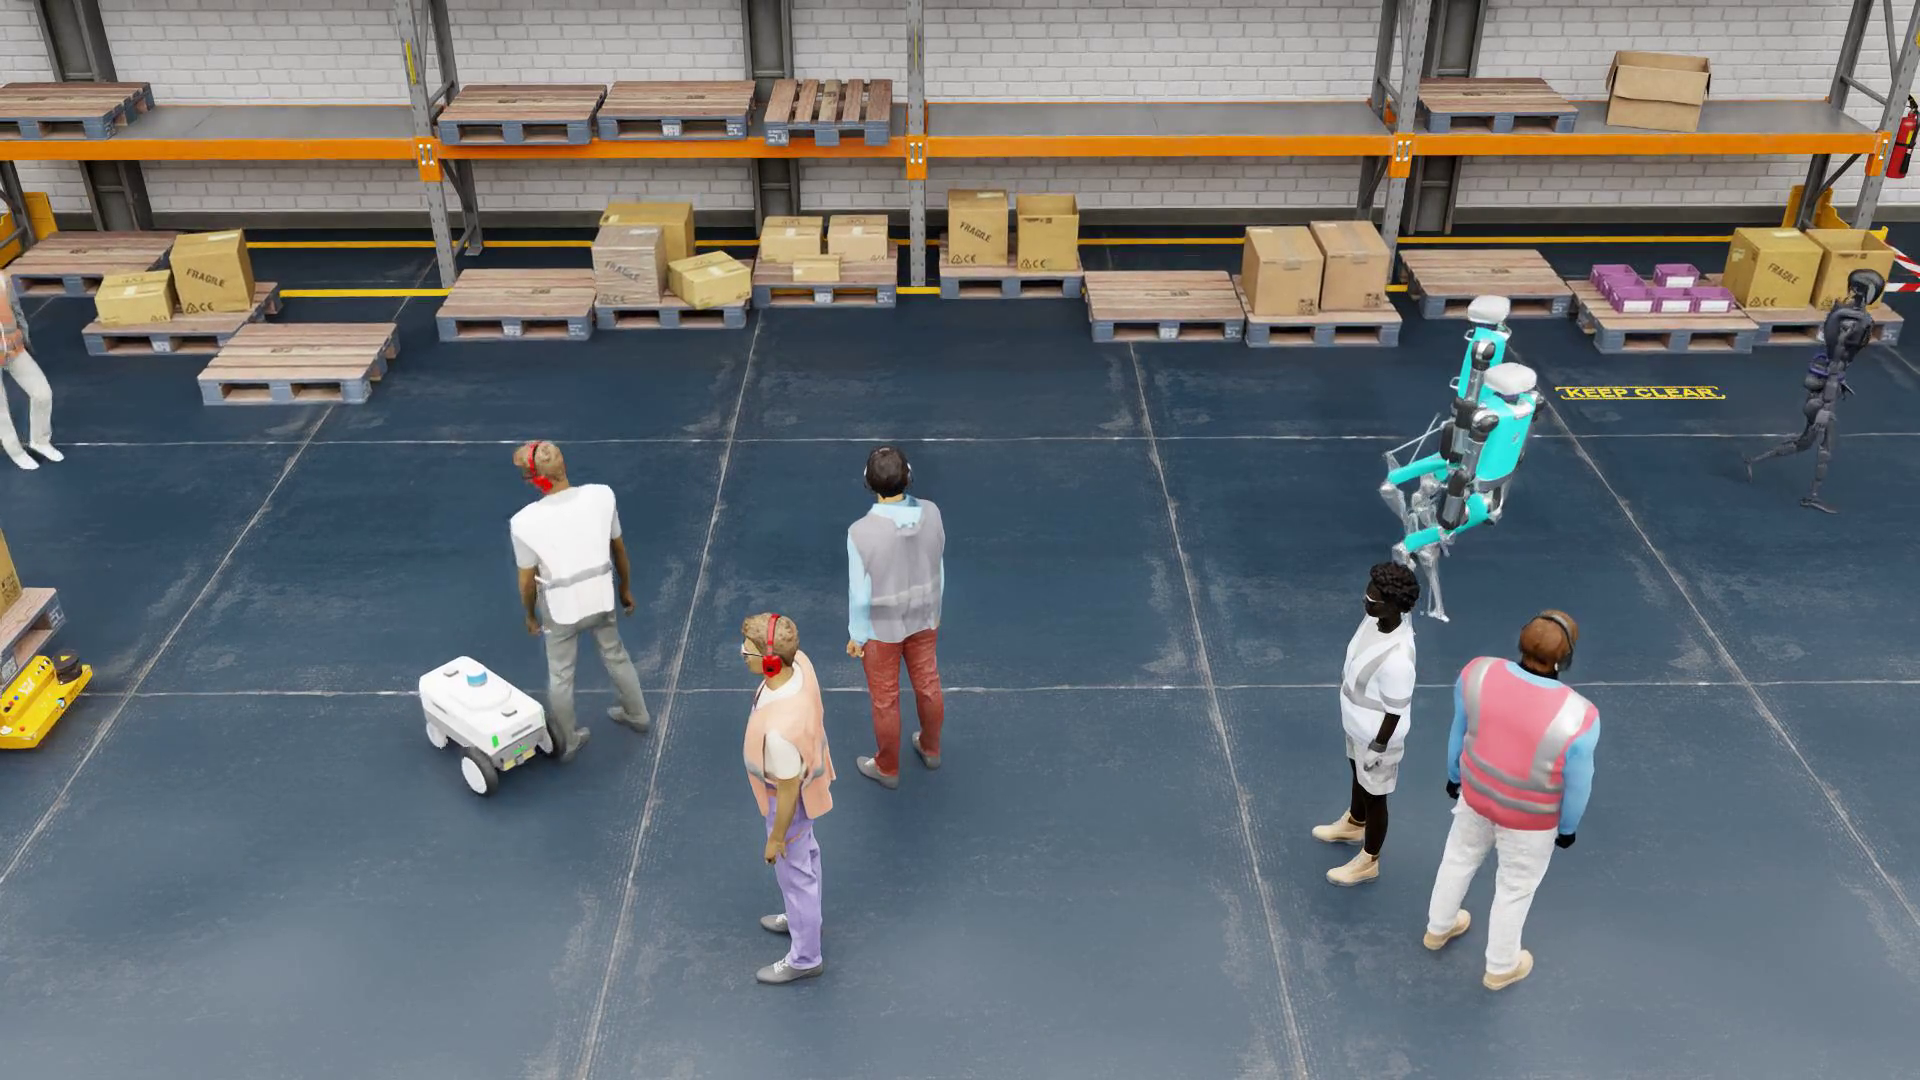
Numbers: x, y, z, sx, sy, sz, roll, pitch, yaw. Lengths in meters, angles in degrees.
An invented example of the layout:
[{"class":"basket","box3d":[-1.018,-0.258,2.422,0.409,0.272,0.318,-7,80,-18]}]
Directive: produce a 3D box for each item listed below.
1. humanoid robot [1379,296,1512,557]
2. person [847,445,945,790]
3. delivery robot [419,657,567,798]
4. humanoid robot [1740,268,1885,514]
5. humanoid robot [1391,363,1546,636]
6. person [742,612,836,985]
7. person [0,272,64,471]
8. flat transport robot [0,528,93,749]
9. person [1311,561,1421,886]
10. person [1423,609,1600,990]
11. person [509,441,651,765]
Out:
[{"class":"humanoid robot","box3d":[2.861,-0.636,10.081,0.735,1.821,0.550,13,33,21]},{"class":"person","box3d":[-0.304,0.408,8.170,0.534,1.878,0.416,-18,35,-27]},{"class":"delivery robot","box3d":[-2.458,0.915,8.603,0.789,0.587,0.499,25,39,35]},{"class":"humanoid robot","box3d":[5.519,-0.990,10.717,0.692,1.639,0.615,18,35,28]},{"class":"humanoid robot","box3d":[2.767,-0.242,9.393,0.534,1.774,0.773,-21,37,-31]},{"class":"person","box3d":[-0.723,1.096,7.054,0.390,1.846,0.565,0,31,-1]},{"class":"person","box3d":[-6.370,-1.194,11.076,0.481,1.617,0.545,15,34,24]},{"class":"flat transport robot","box3d":[-5.566,0.851,8.995,1.431,0.231,0.659,1,31,1]},{"class":"person","box3d":[1.885,0.836,7.632,0.318,1.696,0.532,0,31,-1]},{"class":"person","box3d":[2.345,1.096,7.075,0.431,1.838,0.622,-25,39,-35]},{"class":"person","box3d":[-1.910,0.328,8.372,0.582,1.809,0.445,-23,38,-33]}]
